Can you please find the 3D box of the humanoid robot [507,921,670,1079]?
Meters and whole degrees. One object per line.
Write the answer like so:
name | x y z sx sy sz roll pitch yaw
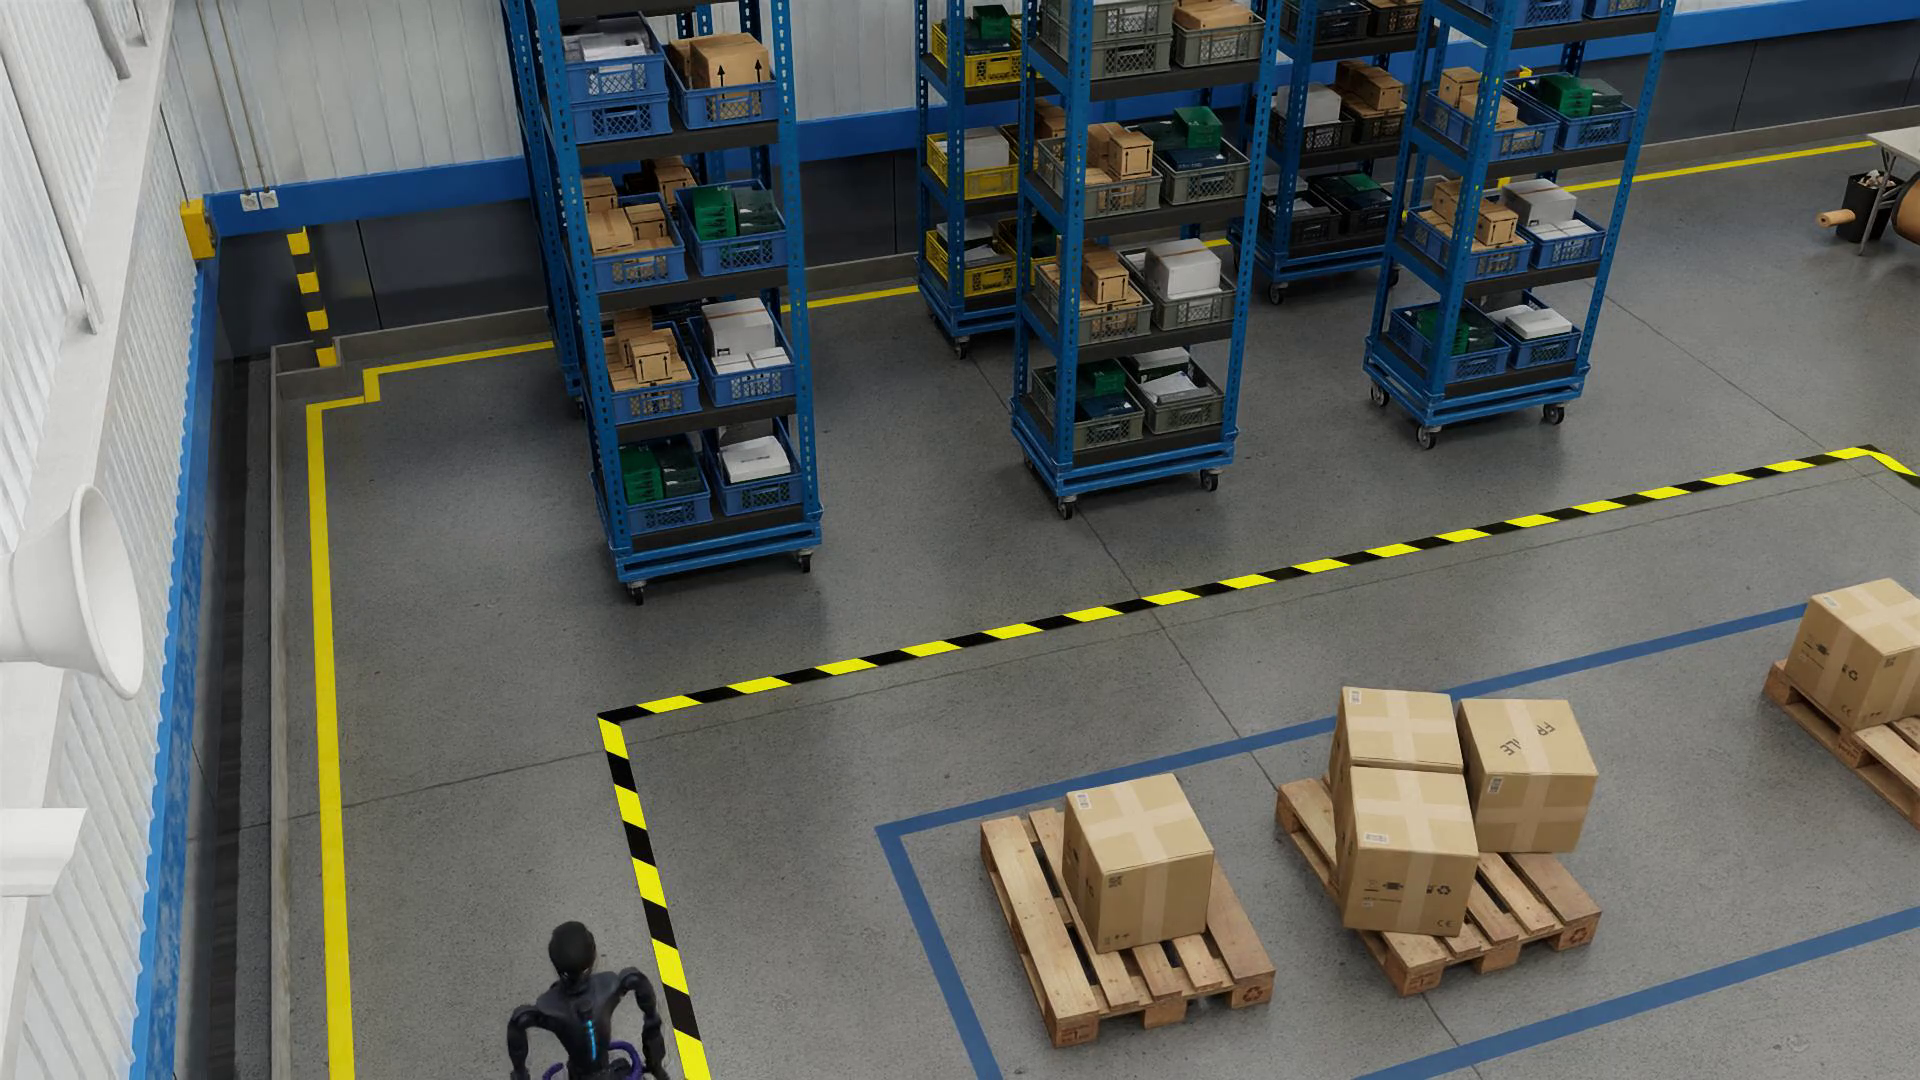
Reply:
humanoid robot | -1.305 2.036 5.971 0.608 1.634 0.678 -18 39 -24
